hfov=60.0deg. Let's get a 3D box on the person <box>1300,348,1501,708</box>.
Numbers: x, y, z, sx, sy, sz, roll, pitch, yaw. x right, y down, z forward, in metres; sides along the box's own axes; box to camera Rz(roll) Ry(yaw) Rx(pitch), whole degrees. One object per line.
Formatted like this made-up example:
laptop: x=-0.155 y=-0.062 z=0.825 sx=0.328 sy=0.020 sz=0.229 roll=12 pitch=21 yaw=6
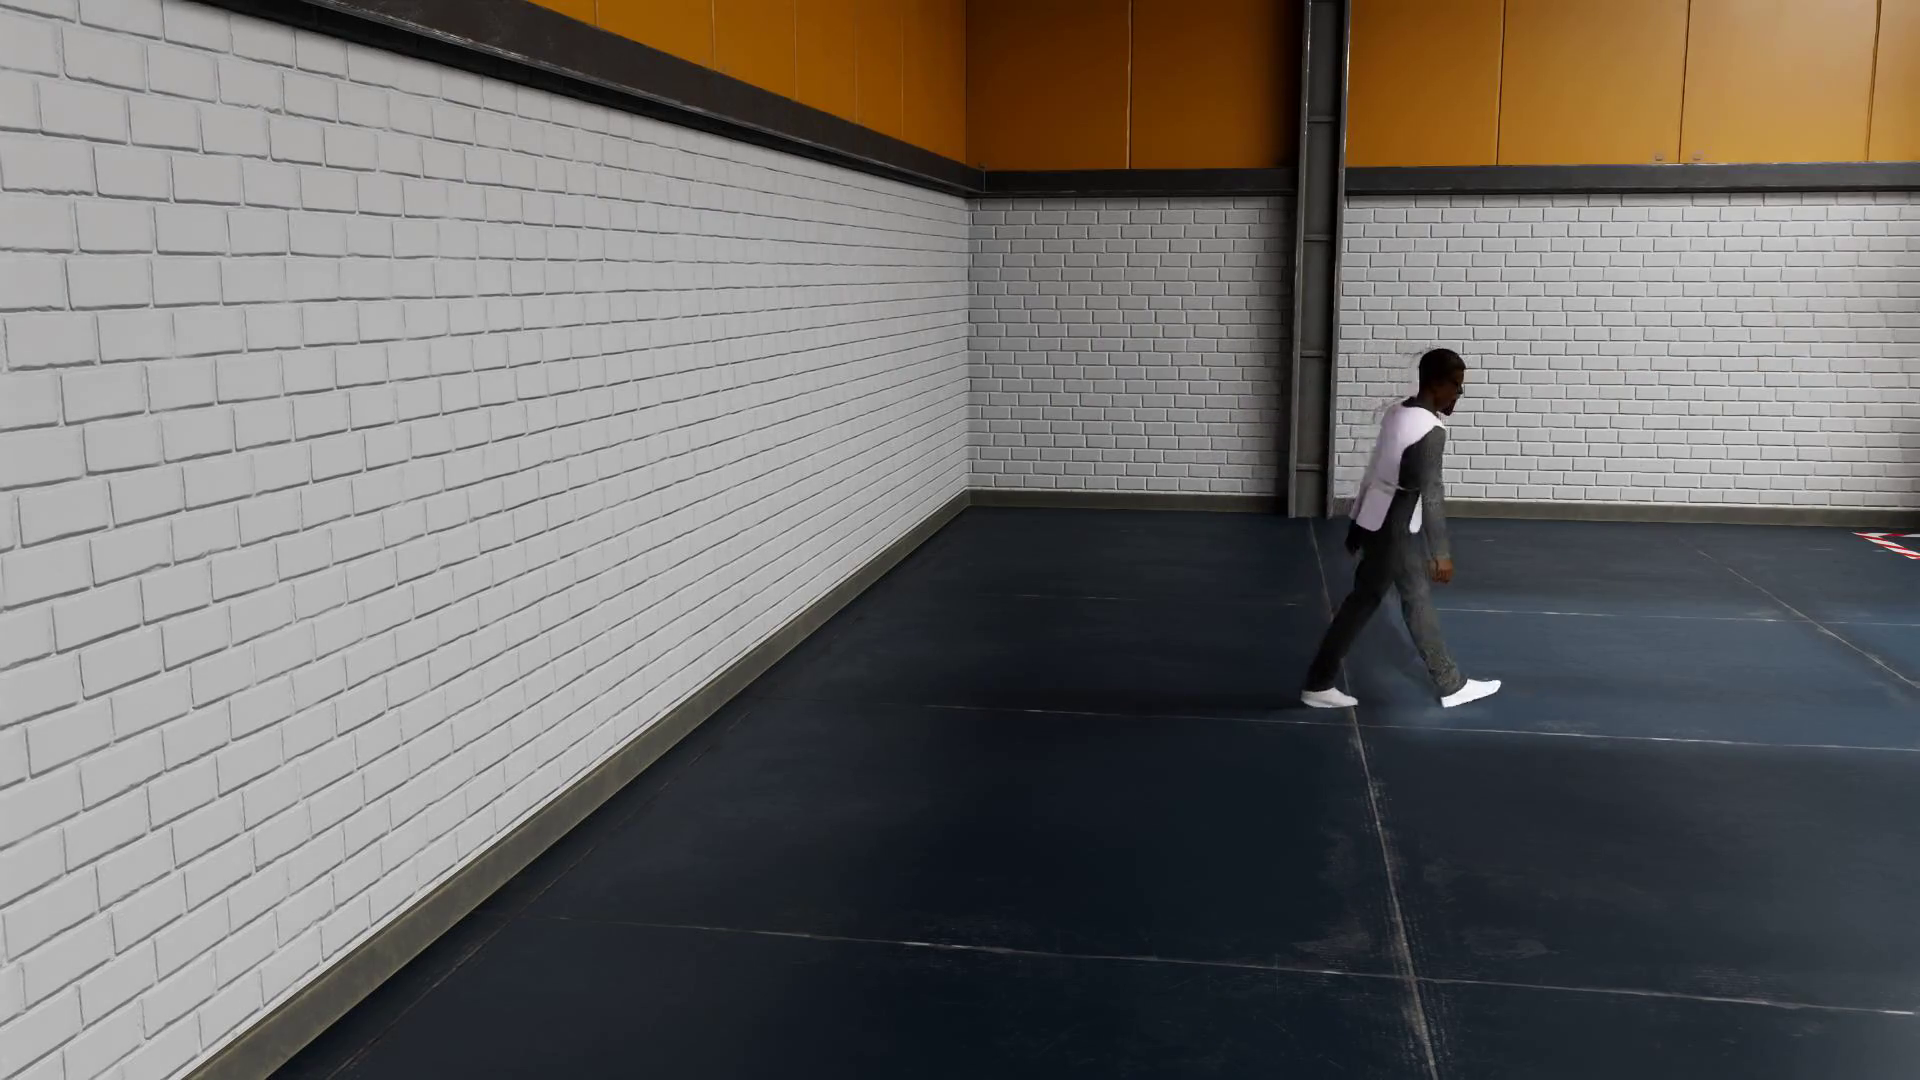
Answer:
person: x=2.228 y=-0.032 z=8.325 sx=1.062 sy=1.833 sz=0.598 roll=0 pitch=9 yaw=2
